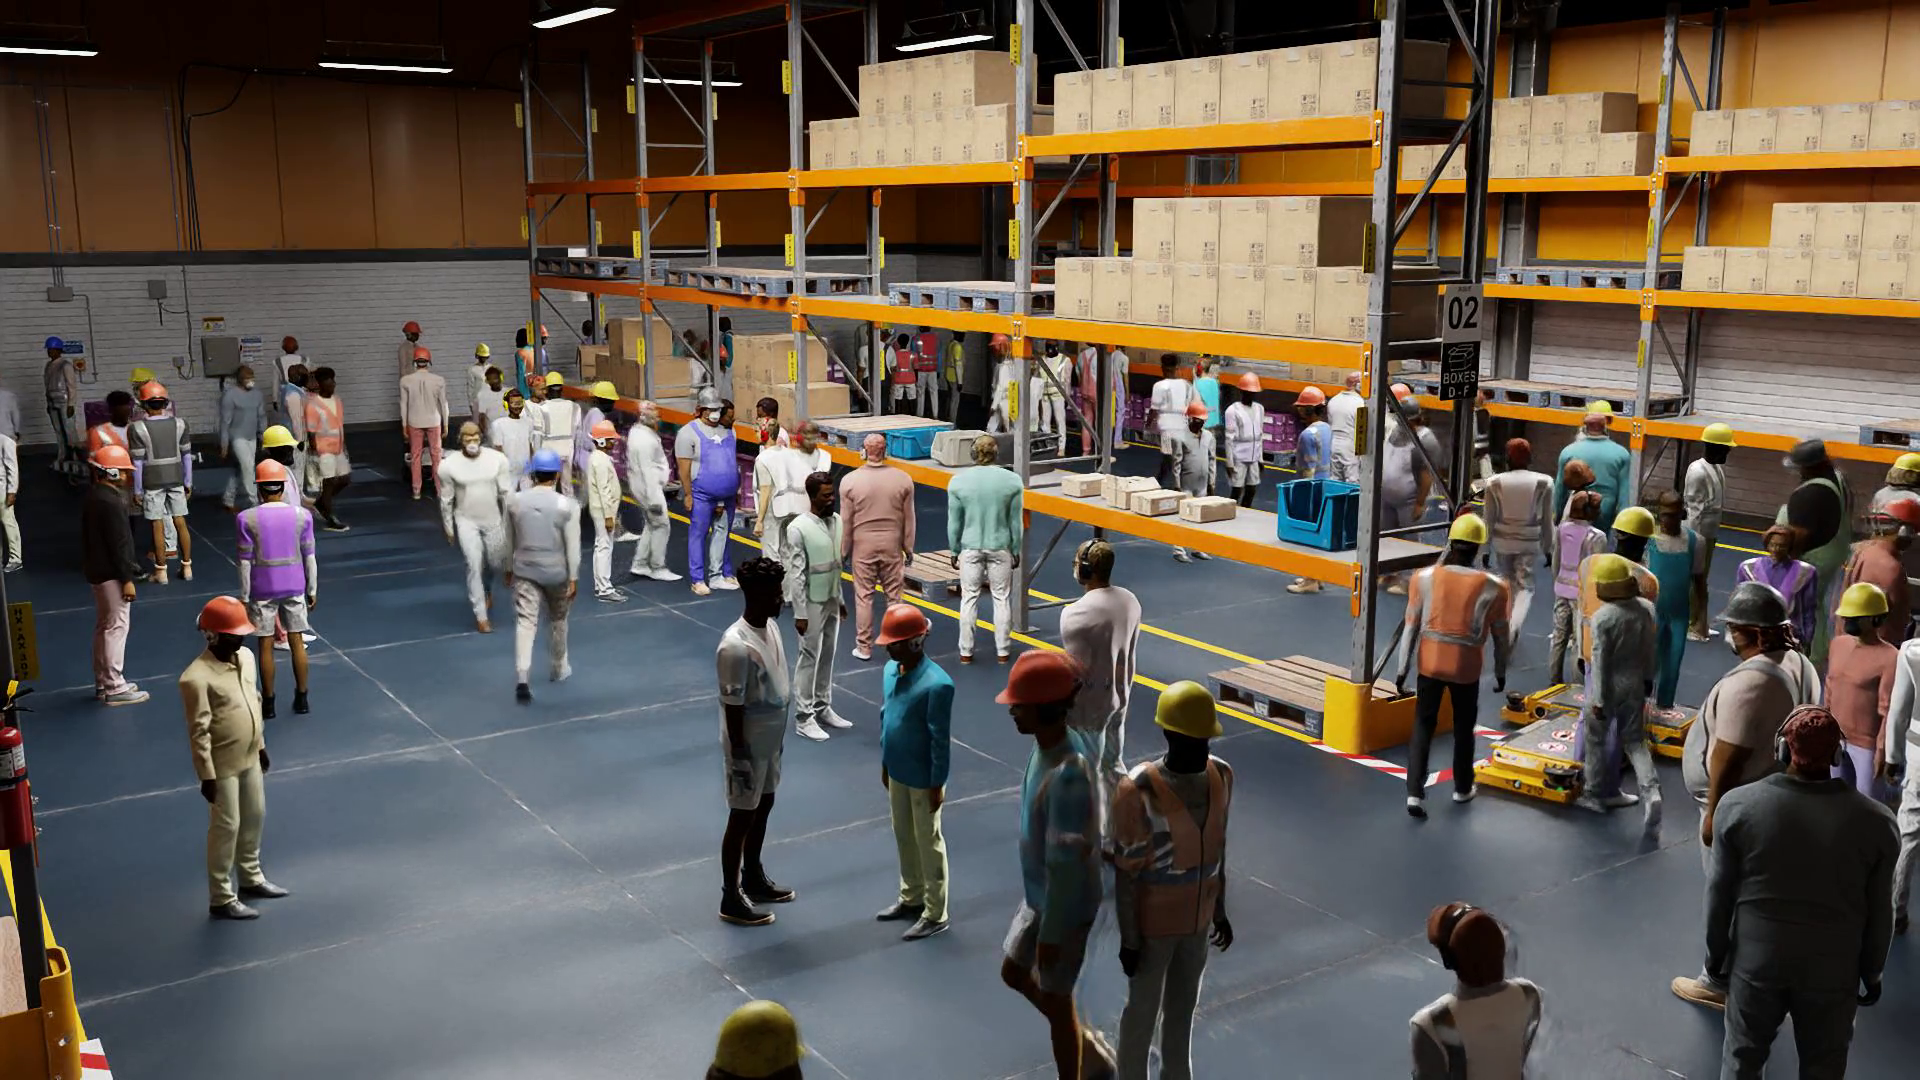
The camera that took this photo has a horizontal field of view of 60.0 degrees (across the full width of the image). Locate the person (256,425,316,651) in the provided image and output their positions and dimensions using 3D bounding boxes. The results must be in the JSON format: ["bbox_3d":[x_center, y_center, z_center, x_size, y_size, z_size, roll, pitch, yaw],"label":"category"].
[{"bbox_3d":[-5.788,-0.020,14.240,0.363,1.930,0.587,-1,11,-7],"label":"person"}]

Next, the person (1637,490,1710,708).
[{"bbox_3d":[4.937,0.531,11.682,0.608,1.820,0.468,0,11,0],"label":"person"}]

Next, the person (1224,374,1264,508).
[{"bbox_3d":[3.245,-0.933,18.971,0.547,1.920,0.484,-7,13,-33],"label":"person"}]

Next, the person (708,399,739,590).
[{"bbox_3d":[-2.390,-0.456,16.537,0.402,1.908,0.598,0,11,-2],"label":"person"}]

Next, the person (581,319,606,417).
[{"bbox_3d":[-6.287,-2.809,28.505,0.374,1.934,0.625,4,12,18],"label":"person"}]

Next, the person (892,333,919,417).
[{"bbox_3d":[-0.962,-2.685,28.476,0.535,1.697,0.322,-1,11,-3],"label":"person"}]

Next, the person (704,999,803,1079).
[{"bbox_3d":[-0.523,2.019,4.313,0.490,1.735,0.326,6,12,27],"label":"person"}]

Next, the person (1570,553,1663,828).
[{"bbox_3d":[4.000,0.911,10.115,0.504,1.695,0.690,-3,11,-15],"label":"person"}]

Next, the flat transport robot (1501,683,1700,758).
[{"bbox_3d":[4.699,1.266,11.913,1.431,0.197,0.652,10,15,43],"label":"flat transport robot"}]

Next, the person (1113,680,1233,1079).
[{"bbox_3d":[0.857,1.481,6.565,0.589,1.928,0.386,-8,14,-36],"label":"person"}]

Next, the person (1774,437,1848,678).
[{"bbox_3d":[6.800,0.101,13.337,0.581,2.000,0.768,8,14,37],"label":"person"}]

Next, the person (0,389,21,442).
[{"bbox_3d":[-12.729,-1.429,21.979,0.567,1.723,0.755,-7,13,-31],"label":"person"}]

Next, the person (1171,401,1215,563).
[{"bbox_3d":[2.506,-0.622,17.796,0.566,1.744,0.350,-7,13,-33],"label":"person"}]

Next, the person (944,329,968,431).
[{"bbox_3d":[-0.056,-2.756,28.286,0.407,1.917,0.583,-3,11,-15],"label":"person"}]

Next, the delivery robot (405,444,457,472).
[{"bbox_3d":[-7.362,-1.132,23.217,0.477,0.478,0.707,10,15,41],"label":"delivery robot"}]

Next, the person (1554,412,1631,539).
[{"bbox_3d":[5.998,-0.283,15.808,0.652,1.863,1.032,2,11,12],"label":"person"}]

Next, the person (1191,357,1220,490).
[{"bbox_3d":[3.199,-1.527,22.211,0.534,1.826,0.588,9,14,39],"label":"person"}]

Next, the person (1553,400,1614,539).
[{"bbox_3d":[6.816,-0.676,18.091,0.501,1.726,0.521,-8,14,-37],"label":"person"}]

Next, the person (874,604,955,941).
[{"bbox_3d":[-0.261,1.179,8.597,0.352,1.738,0.573,-8,13,-34],"label":"person"}]

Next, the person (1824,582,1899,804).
[{"bbox_3d":[4.837,1.091,9.003,0.335,1.759,0.515,-2,11,-11],"label":"person"}]

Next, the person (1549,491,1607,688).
[{"bbox_3d":[4.702,0.435,12.663,0.315,1.636,0.515,-5,12,-22],"label":"person"}]

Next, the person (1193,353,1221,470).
[{"bbox_3d":[3.547,-1.934,24.187,0.513,1.872,0.328,-8,13,-34],"label":"person"}]

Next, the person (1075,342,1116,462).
[{"bbox_3d":[2.094,-2.190,25.060,0.535,2.000,0.674,-9,14,-38],"label":"person"}]

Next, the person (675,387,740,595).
[{"bbox_3d":[-2.418,-0.492,16.371,0.538,2.000,0.686,11,15,43],"label":"person"}]

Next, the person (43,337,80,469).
[{"bbox_3d":[-13.125,-1.992,24.275,0.615,1.950,0.375,6,13,29],"label":"person"}]

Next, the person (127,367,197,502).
[{"bbox_3d":[-10.258,-1.315,21.210,0.832,1.806,0.593,-4,12,-19],"label":"person"}]

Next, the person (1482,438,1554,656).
[{"bbox_3d":[4.692,0.060,14.043,0.578,1.850,0.826,5,12,24],"label":"person"}]

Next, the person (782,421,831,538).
[{"bbox_3d":[-1.488,-0.242,15.715,0.573,1.809,0.770,-10,15,-42],"label":"person"}]

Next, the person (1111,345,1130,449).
[{"bbox_3d":[2.516,-2.357,26.450,0.348,1.836,0.517,-7,13,-33],"label":"person"}]

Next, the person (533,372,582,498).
[{"bbox_3d":[-4.658,-0.985,19.230,0.593,1.912,0.398,-9,14,-37],"label":"person"}]

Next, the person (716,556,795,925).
[{"bbox_3d":[-1.071,1.041,8.751,0.366,1.958,0.610,3,11,14],"label":"person"}]

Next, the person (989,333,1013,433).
[{"bbox_3d":[0.623,-2.202,25.421,0.381,1.933,0.546,-1,11,-7],"label":"person"}]

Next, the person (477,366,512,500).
[{"bbox_3d":[-5.849,-1.324,21.244,0.595,1.793,0.987,-4,12,-19],"label":"person"}]

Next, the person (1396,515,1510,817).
[{"bbox_3d":[3.039,0.779,10.292,0.648,1.903,0.763,5,12,24],"label":"person"}]

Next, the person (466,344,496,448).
[{"bbox_3d":[-7.253,-2.108,25.362,0.337,1.761,0.526,10,15,41],"label":"person"}]

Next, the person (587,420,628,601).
[{"bbox_3d":[-3.412,-0.286,16.050,0.329,1.752,0.563,-4,12,-18],"label":"person"}]

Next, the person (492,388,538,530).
[{"bbox_3d":[-4.750,-0.695,17.847,0.328,1.872,0.509,10,15,41],"label":"person"}]

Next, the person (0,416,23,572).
[{"bbox_3d":[-10.085,-0.540,17.353,0.563,1.752,0.327,3,12,16],"label":"person"}]

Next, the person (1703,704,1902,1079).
[{"bbox_3d":[3.148,1.552,6.288,0.642,1.900,0.401,6,12,26],"label":"person"}]

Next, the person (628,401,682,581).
[{"bbox_3d":[-3.085,-0.487,16.777,0.461,1.869,0.690,-4,12,-22],"label":"person"}]

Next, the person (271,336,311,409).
[{"bbox_3d":[-10.226,-2.191,25.496,0.594,1.873,0.418,-5,12,-22],"label":"person"}]

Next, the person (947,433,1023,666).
[{"bbox_3d":[0.205,0.083,13.727,0.626,1.930,0.378,0,11,-1],"label":"person"}]

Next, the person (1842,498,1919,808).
[{"bbox_3d":[5.841,0.712,10.429,0.741,1.950,0.623,2,11,11],"label":"person"}]

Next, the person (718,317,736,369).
[{"bbox_3d":[-4.339,-3.232,30.922,0.429,1.838,0.621,-2,11,-8],"label":"person"}]

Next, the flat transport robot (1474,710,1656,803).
[{"bbox_3d":[4.051,1.422,11.118,0.652,0.197,1.431,10,15,43],"label":"flat transport robot"}]
